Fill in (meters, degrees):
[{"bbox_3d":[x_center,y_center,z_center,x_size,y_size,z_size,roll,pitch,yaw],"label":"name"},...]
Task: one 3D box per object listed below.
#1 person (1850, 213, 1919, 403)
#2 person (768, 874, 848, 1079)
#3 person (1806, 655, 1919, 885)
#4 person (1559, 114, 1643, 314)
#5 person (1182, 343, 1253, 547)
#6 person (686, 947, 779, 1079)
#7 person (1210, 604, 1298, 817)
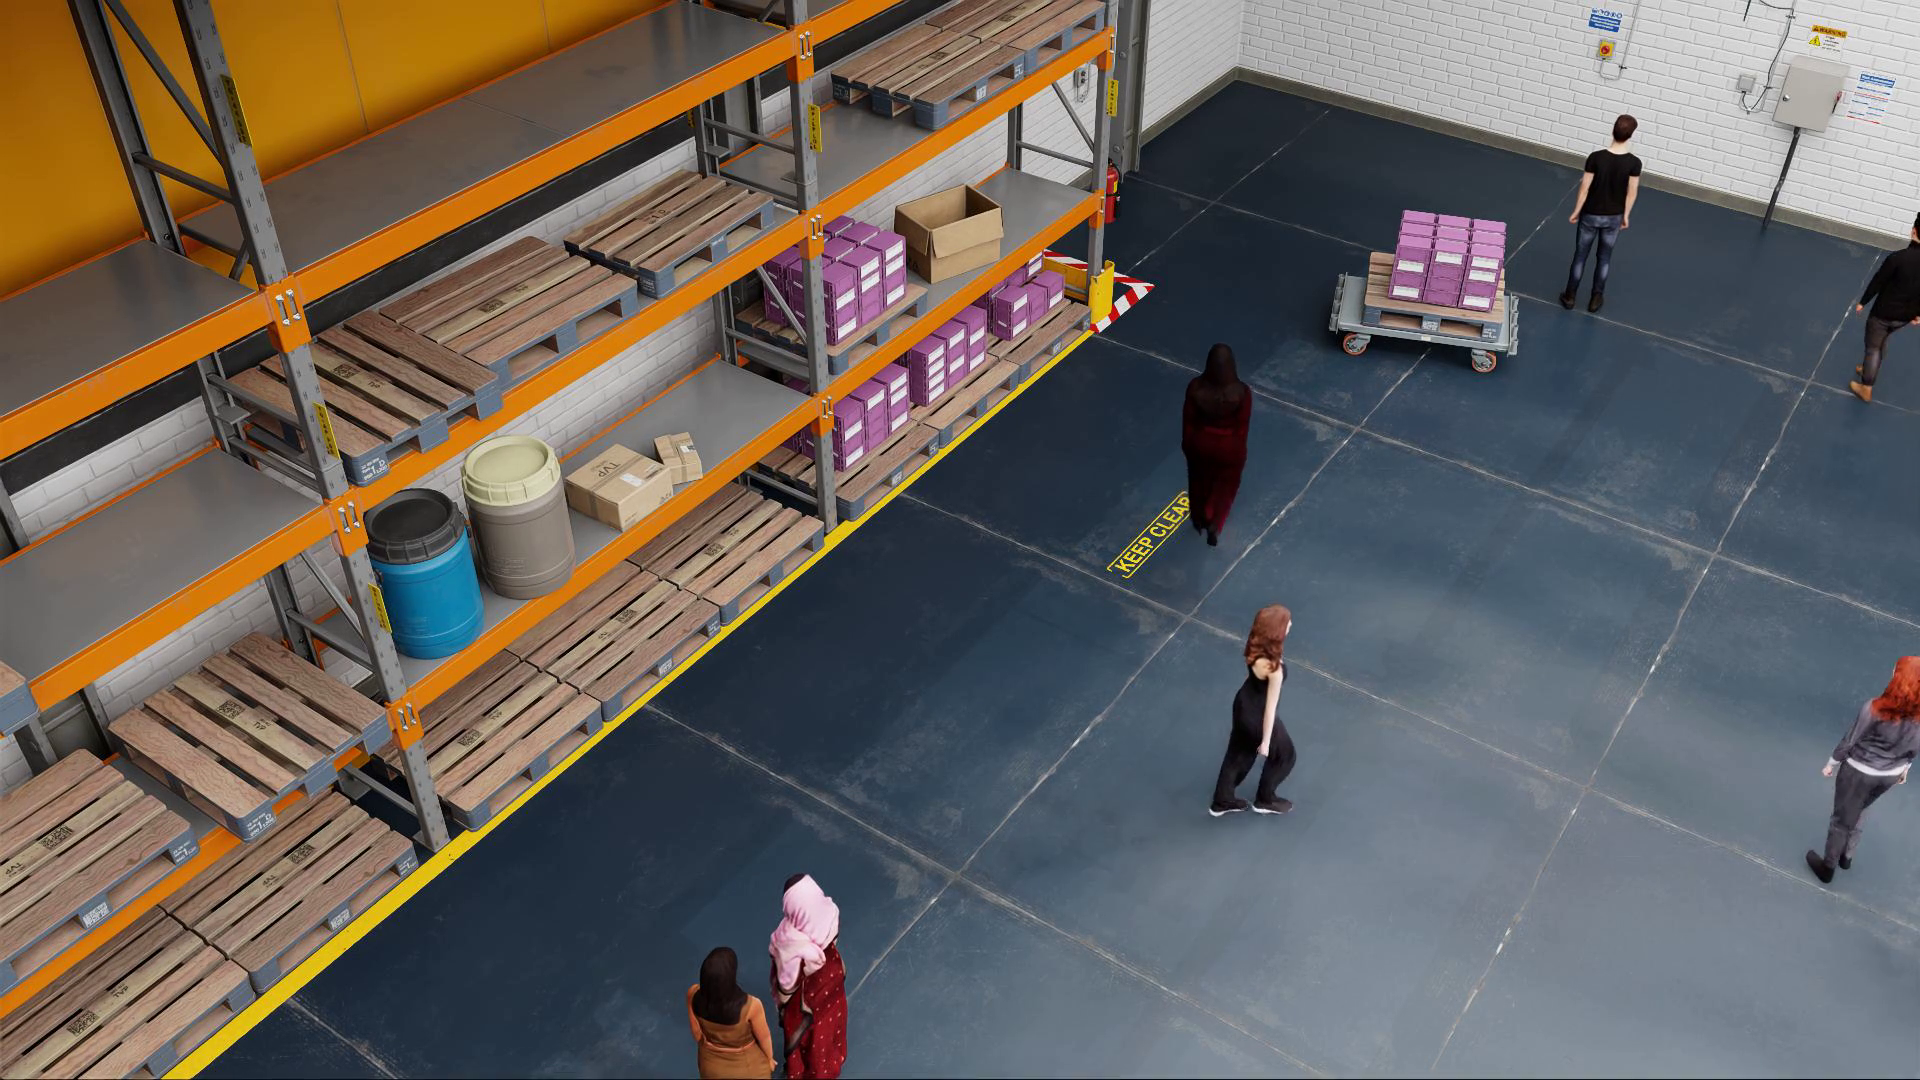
[{"bbox_3d":[7.978,-1.942,14.152,0.846,1.709,0.908,-4,39,-5],"label":"person"},{"bbox_3d":[-0.798,2.340,8.847,0.709,1.638,0.523,25,45,27],"label":"person"},{"bbox_3d":[5.442,1.441,9.868,0.704,1.768,0.737,-1,39,-1],"label":"person"},{"bbox_3d":[5.912,-2.992,15.315,0.737,1.896,0.677,12,40,14],"label":"person"},{"bbox_3d":[1.909,-0.651,12.510,0.807,1.741,0.905,9,40,12],"label":"person"},{"bbox_3d":[-1.149,2.636,8.434,0.629,1.690,0.630,7,39,8],"label":"person"},{"bbox_3d":[1.748,1.103,10.323,0.896,1.728,0.826,-11,40,-13],"label":"person"}]
